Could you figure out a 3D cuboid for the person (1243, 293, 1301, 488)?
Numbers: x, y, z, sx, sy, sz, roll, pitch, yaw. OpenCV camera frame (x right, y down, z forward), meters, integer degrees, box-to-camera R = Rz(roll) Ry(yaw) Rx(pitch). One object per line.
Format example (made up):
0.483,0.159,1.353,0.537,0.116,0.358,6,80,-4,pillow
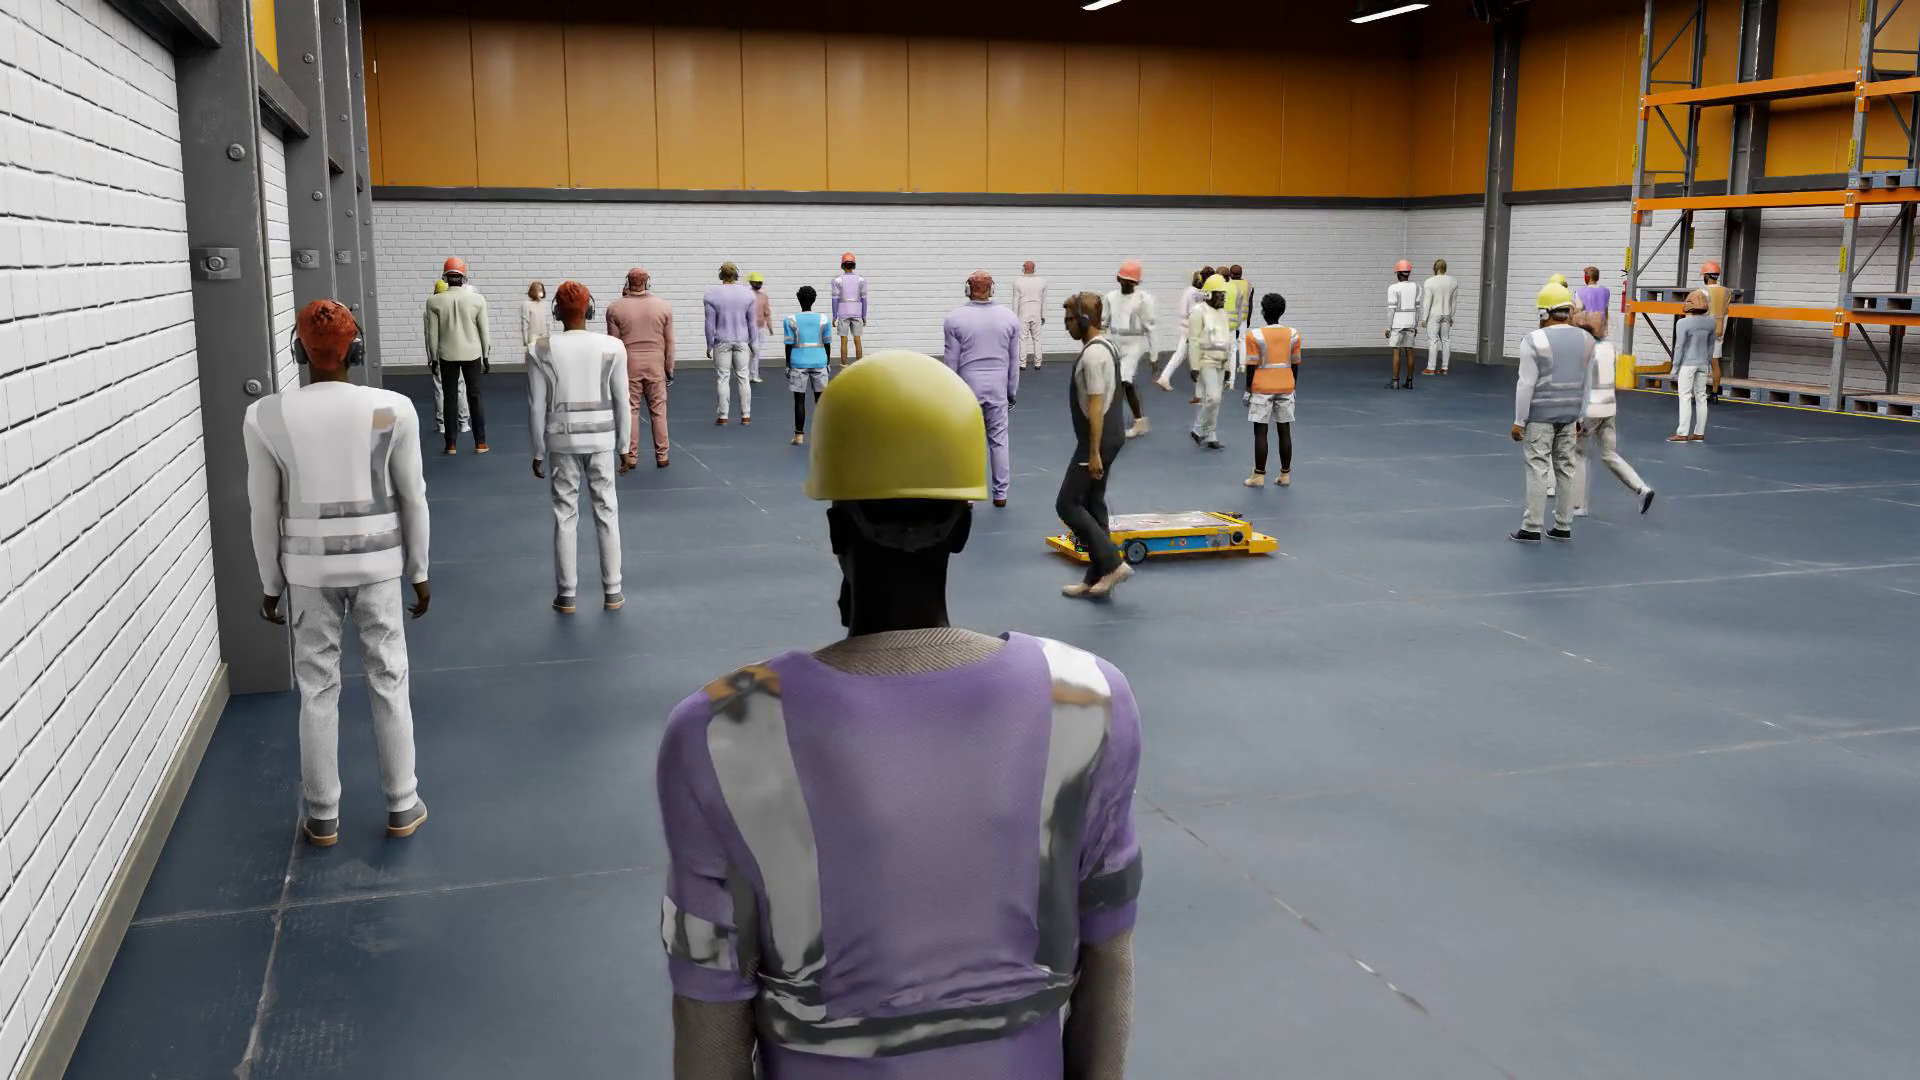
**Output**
2.707,-1.295,14.472,0.535,1.699,0.318,-3,10,-18,person

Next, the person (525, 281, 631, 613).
-2.156,-0.522,9.465,0.576,1.883,0.352,-3,10,-18,person

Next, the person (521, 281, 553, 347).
-6.122,-2.940,24.186,0.341,1.620,0.520,7,12,34,person

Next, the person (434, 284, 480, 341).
-6.988,-2.930,23.159,0.606,1.967,0.367,-3,10,-18,person

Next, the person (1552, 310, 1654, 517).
4.949,-0.948,12.730,0.538,1.610,0.652,-7,12,-36,person

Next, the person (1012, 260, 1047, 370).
1.201,-3.918,29.054,0.643,1.909,0.410,-3,10,-18,person

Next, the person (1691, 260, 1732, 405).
10.050,-2.778,22.355,0.545,1.941,0.351,-3,10,-18,person

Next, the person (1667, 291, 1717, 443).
7.901,-1.863,17.947,0.500,1.633,0.286,-3,10,-18,person

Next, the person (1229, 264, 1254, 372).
4.689,-3.772,28.397,0.627,1.844,0.429,-3,10,-18,person

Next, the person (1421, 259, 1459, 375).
8.022,-3.732,27.886,0.632,1.940,0.372,-3,10,-18,person

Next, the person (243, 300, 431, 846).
-2.125,0.120,5.745,0.576,1.884,0.355,-3,10,-18,person

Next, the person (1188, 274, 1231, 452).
2.588,-1.806,17.058,0.426,1.821,0.617,8,13,40,person

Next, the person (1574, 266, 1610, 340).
9.136,-3.036,24.117,0.567,1.848,0.389,-3,10,-18,person

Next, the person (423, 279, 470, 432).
-5.845,-2.095,18.971,0.487,1.745,0.292,-3,10,-18,person

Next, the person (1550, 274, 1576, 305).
7.775,-2.581,21.716,0.525,1.770,0.306,-3,10,-18,person

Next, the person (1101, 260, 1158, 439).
1.765,-2.026,17.949,1.097,1.963,0.667,-9,14,-44,person

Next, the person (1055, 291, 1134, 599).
0.760,-0.539,9.735,0.396,1.821,0.523,3,10,16,person

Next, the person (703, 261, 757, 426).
-2.713,-2.314,19.675,0.632,1.940,0.372,-3,10,-18,person

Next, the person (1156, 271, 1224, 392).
3.373,-3.048,24.379,0.976,1.793,0.628,-1,10,-8,person

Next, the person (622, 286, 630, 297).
-4.851,-3.019,24.640,0.500,1.633,0.286,-3,10,-18,person

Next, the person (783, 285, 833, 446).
-1.615,-1.847,17.671,0.535,1.697,0.318,-3,10,-18,person

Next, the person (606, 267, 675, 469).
-3.024,-1.625,15.777,0.643,1.909,0.410,-3,10,-18,person

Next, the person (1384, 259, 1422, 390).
6.616,-3.217,24.899,0.545,1.941,0.351,-3,10,-18,person

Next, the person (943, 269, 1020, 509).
0.158,-1.198,13.309,0.643,1.909,0.410,-3,10,-18,person

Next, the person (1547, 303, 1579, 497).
5.038,-1.171,13.923,0.514,1.641,0.307,-3,10,-18,person

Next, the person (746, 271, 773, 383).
-3.158,-3.331,26.083,0.553,1.745,0.552,9,13,42,person

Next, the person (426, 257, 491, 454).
-5.097,-1.871,16.947,0.612,1.995,0.376,-3,10,-18,person

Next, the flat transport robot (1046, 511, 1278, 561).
1.366,-0.035,11.305,1.431,0.197,0.652,-3,10,-17,flat transport robot

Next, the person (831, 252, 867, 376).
-1.841,-3.731,27.579,0.608,2.044,0.370,-3,10,-18,person

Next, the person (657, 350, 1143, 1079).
-0.070,0.734,2.064,0.587,1.928,0.363,-3,10,-18,person

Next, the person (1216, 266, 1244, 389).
3.917,-3.165,24.885,0.627,1.844,0.429,-3,10,-18,person

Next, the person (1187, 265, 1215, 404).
3.319,-2.765,22.485,0.513,1.872,0.328,-3,10,-18,person

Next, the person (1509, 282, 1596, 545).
4.135,-0.880,11.672,0.590,1.835,0.404,-3,10,-18,person
